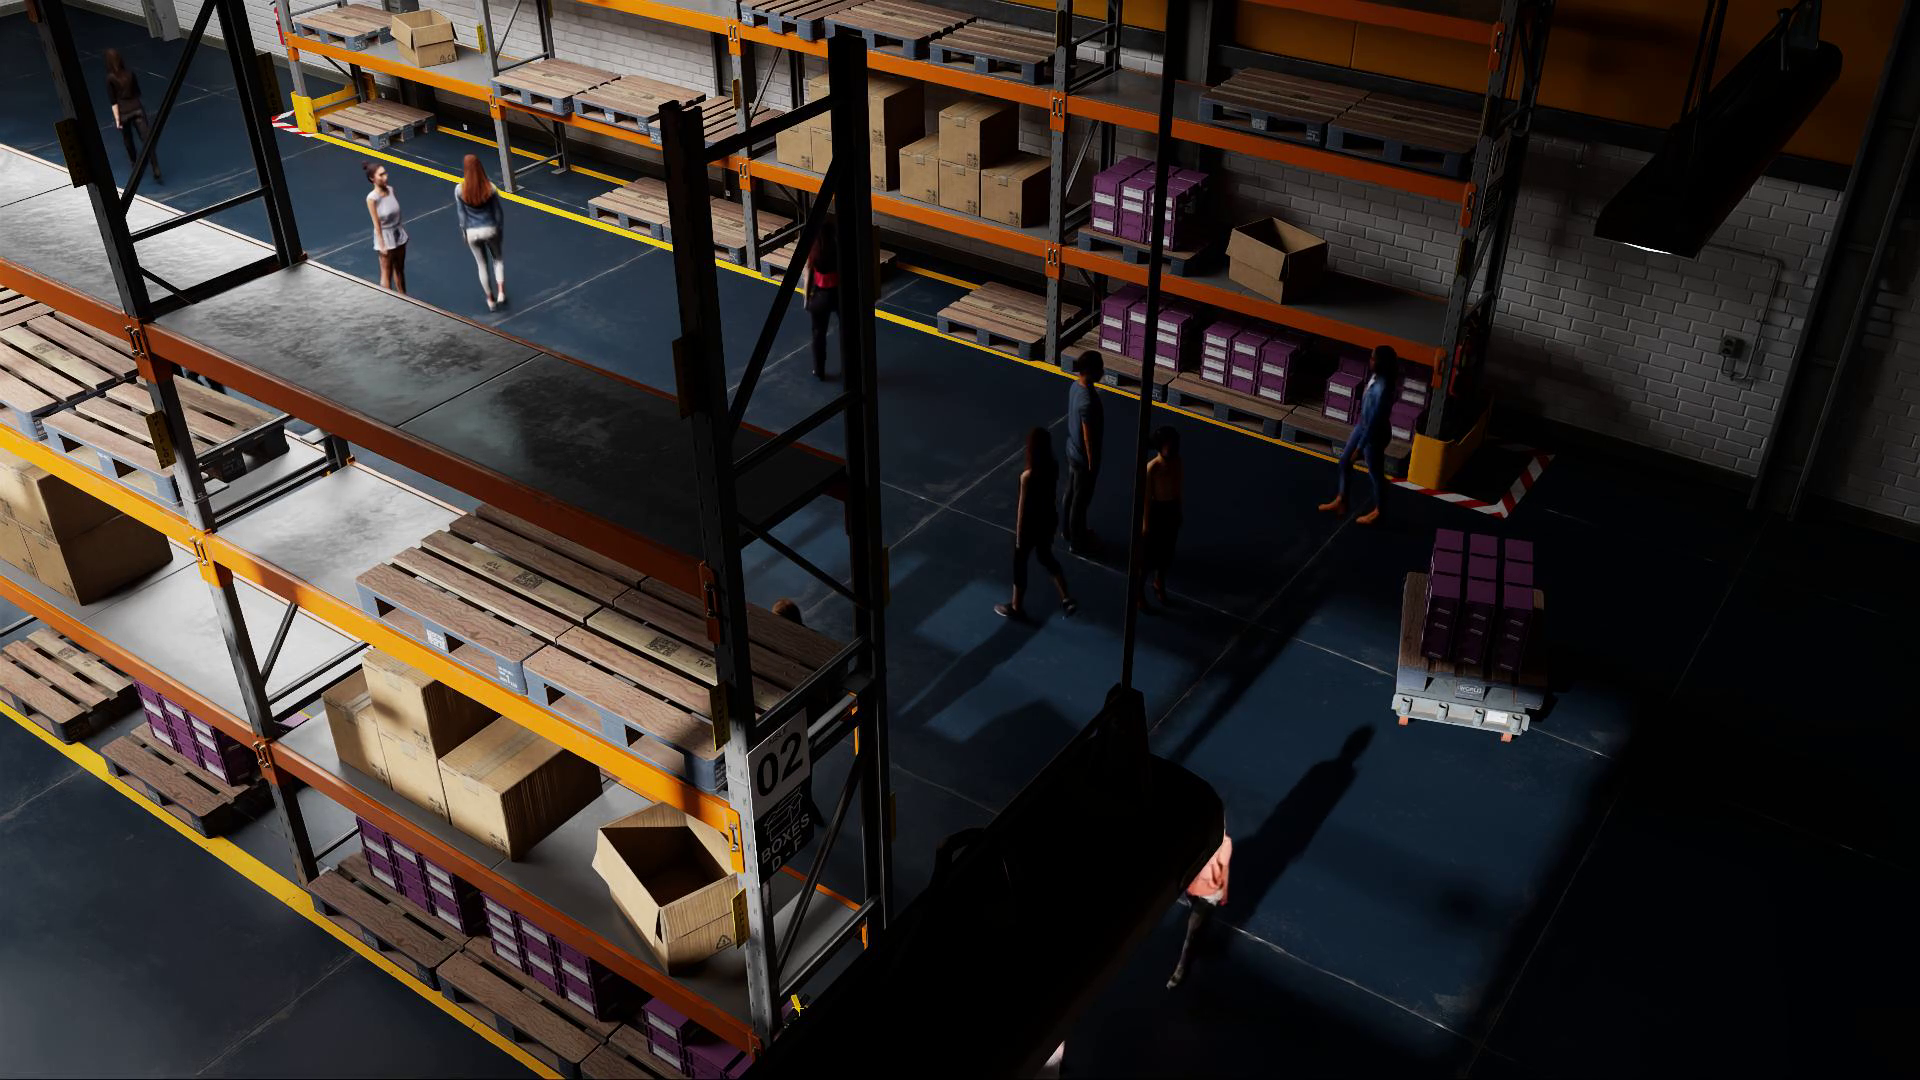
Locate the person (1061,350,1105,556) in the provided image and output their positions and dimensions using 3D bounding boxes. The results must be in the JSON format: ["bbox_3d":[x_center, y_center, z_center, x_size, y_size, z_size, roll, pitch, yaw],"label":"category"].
[{"bbox_3d":[1.009,-0.735,13.705,0.775,1.807,0.724,-4,34,-6],"label":"person"}]

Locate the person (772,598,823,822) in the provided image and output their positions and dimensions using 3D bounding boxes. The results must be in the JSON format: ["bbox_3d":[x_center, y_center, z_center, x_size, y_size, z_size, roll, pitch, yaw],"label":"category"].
[{"bbox_3d":[-1.093,1.144,10.844,0.677,1.843,0.664,-20,39,-27],"label":"person"}]

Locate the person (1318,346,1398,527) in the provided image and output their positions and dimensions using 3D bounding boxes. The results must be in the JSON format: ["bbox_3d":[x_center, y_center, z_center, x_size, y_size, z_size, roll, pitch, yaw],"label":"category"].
[{"bbox_3d":[3.561,-0.842,13.965,0.950,1.695,0.836,4,34,6],"label":"person"}]

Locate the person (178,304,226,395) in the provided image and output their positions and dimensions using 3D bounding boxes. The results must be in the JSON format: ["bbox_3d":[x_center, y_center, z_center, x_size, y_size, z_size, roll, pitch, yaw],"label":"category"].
[{"bbox_3d":[-7.070,-1.770,15.580,0.633,1.454,0.623,6,34,9],"label":"person"}]

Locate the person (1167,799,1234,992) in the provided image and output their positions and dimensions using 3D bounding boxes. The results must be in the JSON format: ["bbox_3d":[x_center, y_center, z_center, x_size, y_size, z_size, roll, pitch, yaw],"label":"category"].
[{"bbox_3d":[1.471,2.026,10.029,0.816,1.277,0.584,19,38,27],"label":"person"}]

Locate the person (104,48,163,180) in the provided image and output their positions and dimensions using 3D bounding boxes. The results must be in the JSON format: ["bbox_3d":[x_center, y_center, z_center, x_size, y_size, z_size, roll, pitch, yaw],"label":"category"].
[{"bbox_3d":[-10.276,-5.264,20.698,0.779,1.607,1.143,-24,40,-31],"label":"person"}]

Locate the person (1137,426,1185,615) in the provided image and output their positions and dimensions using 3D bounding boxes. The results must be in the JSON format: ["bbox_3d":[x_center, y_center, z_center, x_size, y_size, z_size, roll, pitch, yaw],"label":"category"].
[{"bbox_3d":[1.562,-0.164,12.985,0.614,1.651,0.613,-24,41,-32],"label":"person"}]

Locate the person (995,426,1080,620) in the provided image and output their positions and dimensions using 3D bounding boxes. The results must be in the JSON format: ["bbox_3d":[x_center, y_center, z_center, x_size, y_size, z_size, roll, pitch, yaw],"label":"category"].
[{"bbox_3d":[0.664,-0.086,12.811,0.968,1.713,0.670,24,40,31],"label":"person"}]

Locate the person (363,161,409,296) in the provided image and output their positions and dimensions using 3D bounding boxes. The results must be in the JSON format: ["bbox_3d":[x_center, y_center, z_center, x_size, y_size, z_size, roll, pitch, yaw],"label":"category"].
[{"bbox_3d":[-6.056,-3.221,17.627,0.611,1.605,0.623,10,35,15],"label":"person"}]

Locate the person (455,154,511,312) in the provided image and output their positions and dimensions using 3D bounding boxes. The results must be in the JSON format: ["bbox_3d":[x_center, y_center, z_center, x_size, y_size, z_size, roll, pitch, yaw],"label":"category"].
[{"bbox_3d":[-5.014,-3.180,17.494,0.729,1.684,0.774,-8,34,-12],"label":"person"}]
